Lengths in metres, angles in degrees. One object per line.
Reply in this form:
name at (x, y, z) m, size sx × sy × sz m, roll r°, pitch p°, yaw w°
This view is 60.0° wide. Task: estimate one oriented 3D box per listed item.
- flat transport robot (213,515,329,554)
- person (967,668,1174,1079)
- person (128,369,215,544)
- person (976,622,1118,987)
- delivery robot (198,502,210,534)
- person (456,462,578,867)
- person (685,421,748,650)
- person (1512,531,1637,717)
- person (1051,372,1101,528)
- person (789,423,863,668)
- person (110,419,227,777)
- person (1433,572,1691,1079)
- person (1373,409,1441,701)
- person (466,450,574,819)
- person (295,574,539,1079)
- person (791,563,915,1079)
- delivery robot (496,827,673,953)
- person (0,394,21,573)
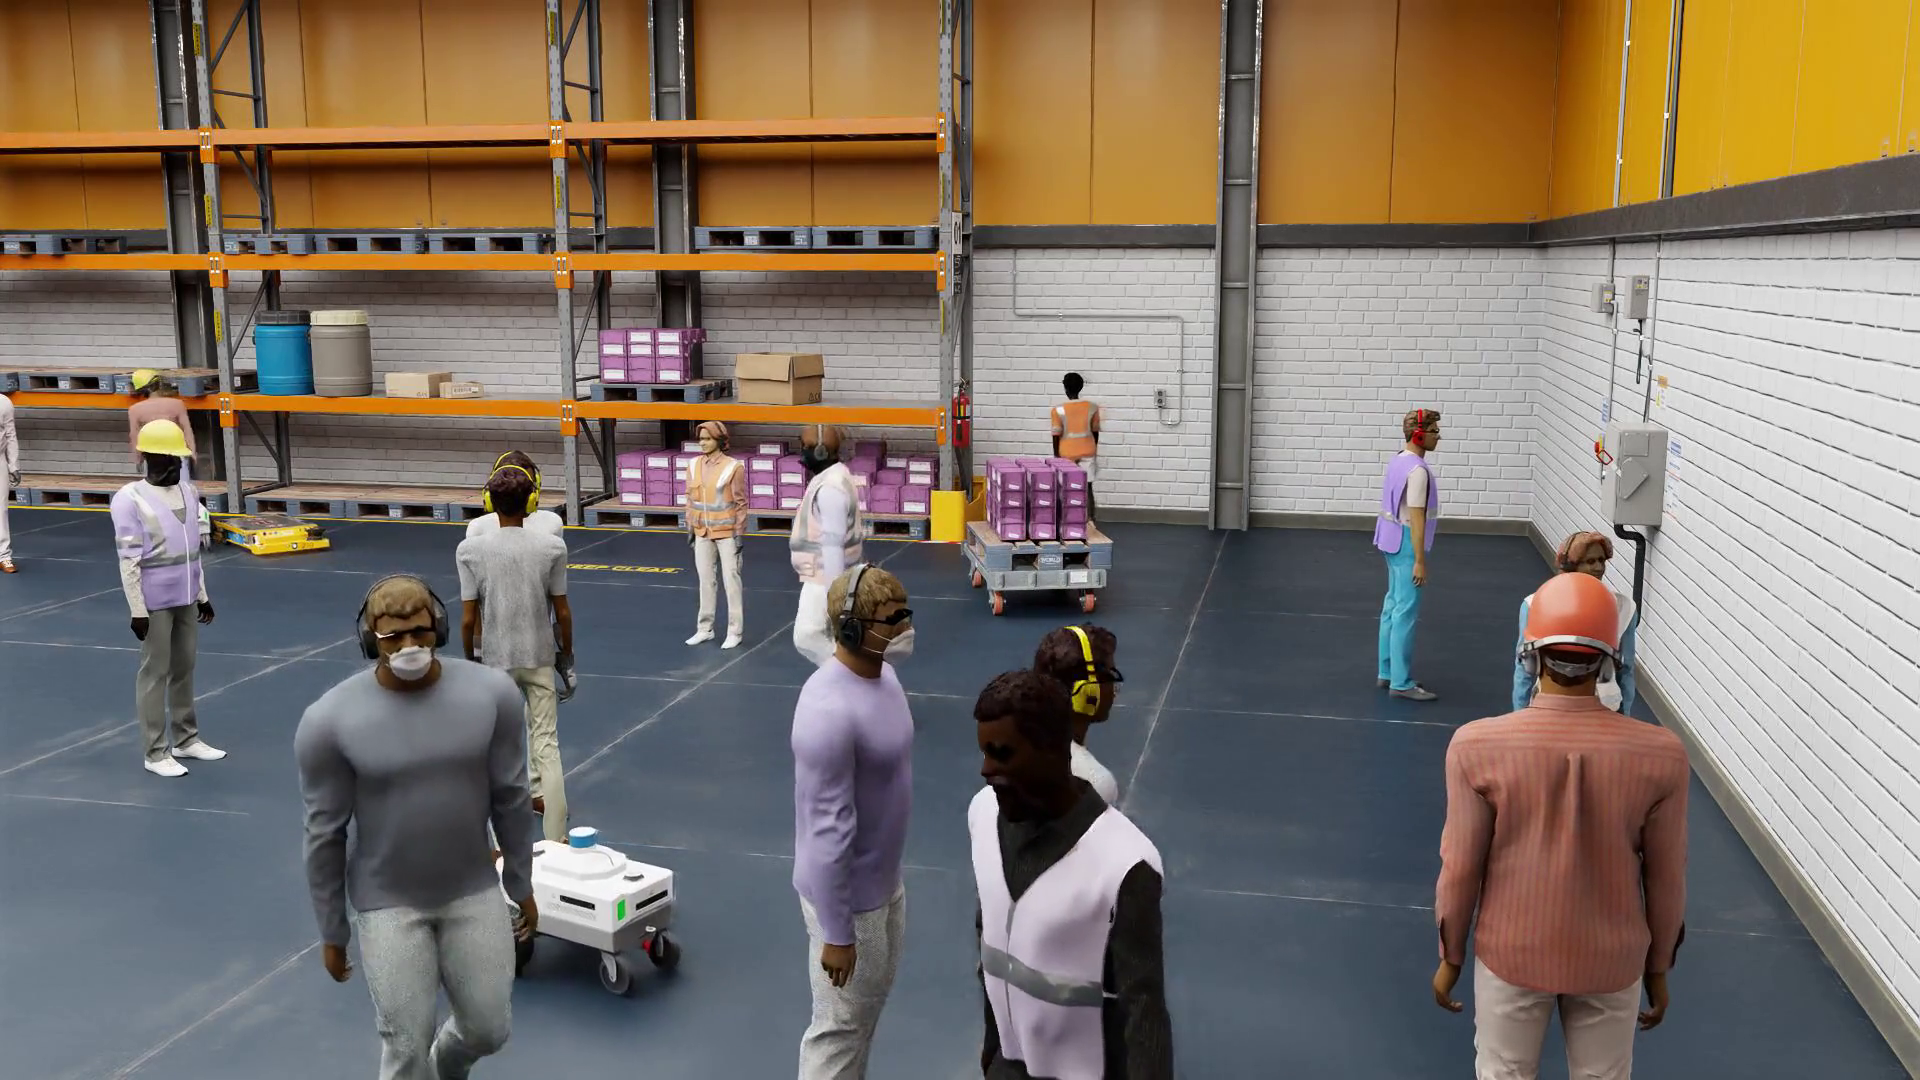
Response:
flat transport robot at (-6.708, -0.070, 16.130) m, size 0.652 × 0.197 × 1.431 m, roll -9°, pitch 12°, yaw -40°
person at (0.227, 1.218, 3.727) m, size 0.600 × 1.887 × 0.736 m, roll -8°, pitch 12°, yaw -39°
person at (-7.677, -0.797, 16.172) m, size 0.685 × 1.720 × 0.423 m, roll -5°, pitch 11°, yaw -25°
person at (0.238, 1.125, 4.501) m, size 0.978 × 1.828 × 0.546 m, roll -5°, pitch 11°, yaw -25°
delivery robot at (-7.435, -0.230, 15.983) m, size 0.477 × 0.478 × 0.707 m, roll -5°, pitch 11°, yaw -30°
person at (-2.013, 0.577, 7.594) m, size 0.513 × 1.872 × 0.328 m, roll -2°, pitch 10°, yaw -14°
person at (-1.741, -0.038, 11.910) m, size 0.514 × 1.641 × 0.315 m, roll 5°, pitch 11°, yaw 29°
person at (2.621, 0.769, 7.123) m, size 0.523 × 1.645 × 0.306 m, roll 0°, pitch 10°, yaw 0°
person at (1.164, -0.859, 16.705) m, size 0.532 × 1.664 × 0.827 m, roll -1°, pitch 10°, yaw -7°
person at (-0.790, 0.216, 9.879) m, size 0.436 × 1.830 × 0.630 m, roll 0°, pitch 10°, yaw 0°
person at (-4.293, 0.306, 9.034) m, size 0.366 × 1.926 × 0.587 m, roll 2°, pitch 10°, yaw 13°
person at (1.538, 1.070, 4.305) m, size 0.610 × 1.996 × 0.379 m, roll 2°, pitch 10°, yaw 10°
person at (2.835, 0.086, 10.570) m, size 0.390 × 1.846 × 0.564 m, roll 0°, pitch 10°, yaw 1°
person at (-2.139, 0.488, 8.135) m, size 0.514 × 1.866 × 0.327 m, roll -8°, pitch 12°, yaw -38°
person at (-1.557, 1.024, 4.801) m, size 0.642 × 1.919 × 0.569 m, roll -6°, pitch 11°, yaw -30°
person at (-0.295, 1.018, 4.779) m, size 0.352 × 1.937 × 0.635 m, roll 2°, pitch 10°, yaw 10°
delivery robot at (-1.469, 1.369, 6.512) m, size 0.707 × 0.478 × 0.477 m, roll 6°, pitch 11°, yaw 30°
person at (-8.621, -0.629, 14.627) m, size 0.639 × 1.910 × 0.407 m, roll -7°, pitch 12°, yaw -37°
